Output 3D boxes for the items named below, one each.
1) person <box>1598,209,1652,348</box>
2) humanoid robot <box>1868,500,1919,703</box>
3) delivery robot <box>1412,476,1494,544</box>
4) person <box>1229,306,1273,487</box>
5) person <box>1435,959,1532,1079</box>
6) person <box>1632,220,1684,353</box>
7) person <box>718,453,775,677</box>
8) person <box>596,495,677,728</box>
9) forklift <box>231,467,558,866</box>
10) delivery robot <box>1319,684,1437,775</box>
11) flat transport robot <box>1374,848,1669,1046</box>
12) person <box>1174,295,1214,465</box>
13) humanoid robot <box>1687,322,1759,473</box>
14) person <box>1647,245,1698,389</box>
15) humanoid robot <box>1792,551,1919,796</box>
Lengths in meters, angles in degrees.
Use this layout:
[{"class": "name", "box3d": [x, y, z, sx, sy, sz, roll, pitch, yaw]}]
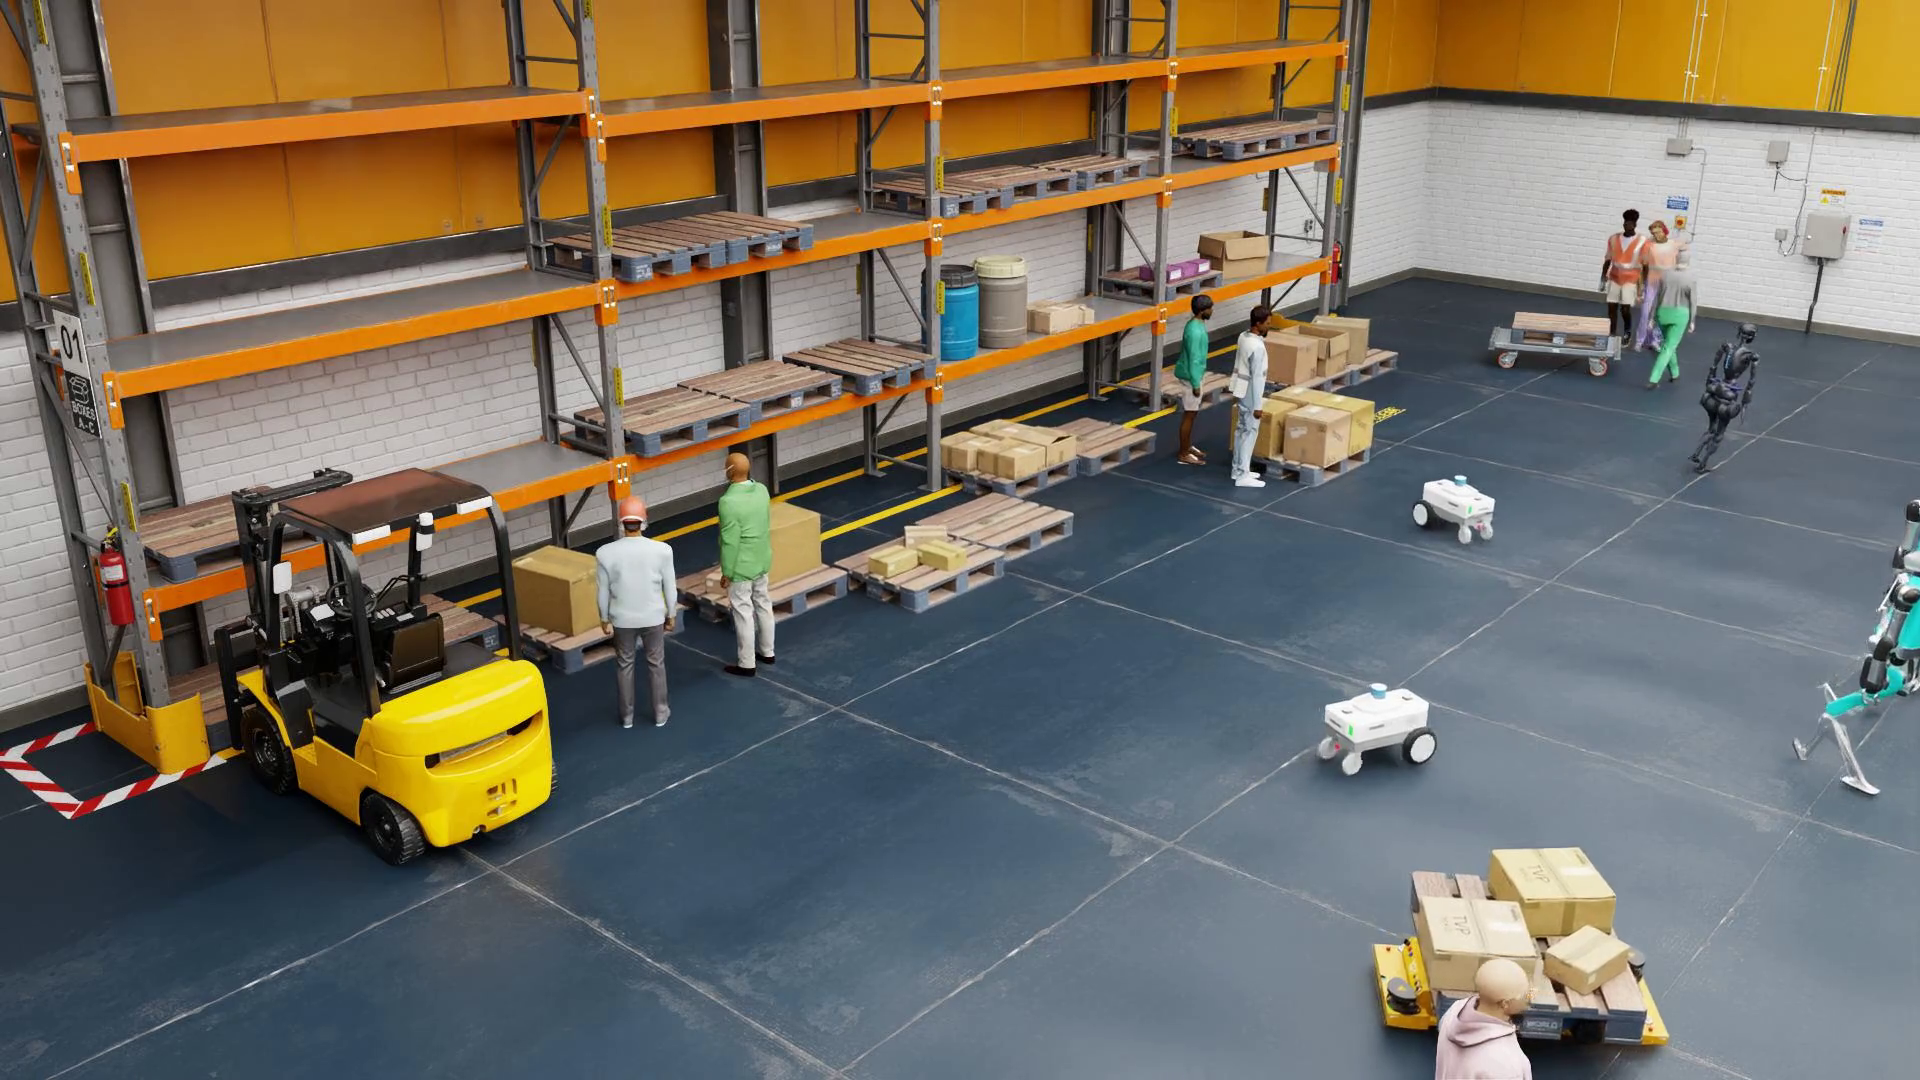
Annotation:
[{"class": "person", "box3d": [9.078, -3.559, 22.759, 0.406, 1.949, 0.615, -17, 26, -38]}, {"class": "humanoid robot", "box3d": [6.983, 0.480, 12.203, 1.035, 1.770, 0.536, -16, 26, -38]}, {"class": "delivery robot", "box3d": [4.779, -0.318, 16.022, 0.499, 0.609, 0.813, -9, 22, -24]}, {"class": "person", "box3d": [3.007, -1.486, 17.222, 0.413, 1.907, 0.597, -2, 20, -6]}, {"class": "person", "box3d": [2.063, 2.463, 6.690, 0.403, 1.783, 0.520, -4, 21, -11]}, {"class": "person", "box3d": [9.514, -3.440, 22.672, 0.605, 1.824, 0.382, 3, 20, 8]}, {"class": "person", "box3d": [-1.662, 0.186, 12.862, 0.384, 1.782, 0.544, 13, 24, 31]}, {"class": "person", "box3d": [-2.321, 0.522, 12.012, 0.571, 1.740, 0.351, -4, 21, -10]}, {"class": "forklift", "box3d": [-3.730, 0.710, 10.856, 2.313, 2.155, 1.214, 17, 26, 38]}, {"class": "delivery robot", "box3d": [2.919, 1.297, 11.638, 0.807, 0.603, 0.499, -9, 22, -23]}, {"class": "flat transport robot", "box3d": [3.009, 2.416, 9.005, 1.431, 0.231, 0.659, 2, 20, 7]}, {"class": "person", "box3d": [2.516, -1.743, 18.011, 0.395, 1.842, 0.514, 4, 21, 12]}, {"class": "humanoid robot", "box3d": [8.078, -1.503, 17.605, 0.424, 1.634, 0.605, -10, 22, -25]}, {"class": "person", "box3d": [8.990, -2.820, 20.983, 0.922, 1.805, 0.542, -16, 26, -37]}, {"class": "humanoid robot", "box3d": [6.029, 0.857, 11.182, 0.560, 1.835, 0.891, -11, 23, -28]}]
